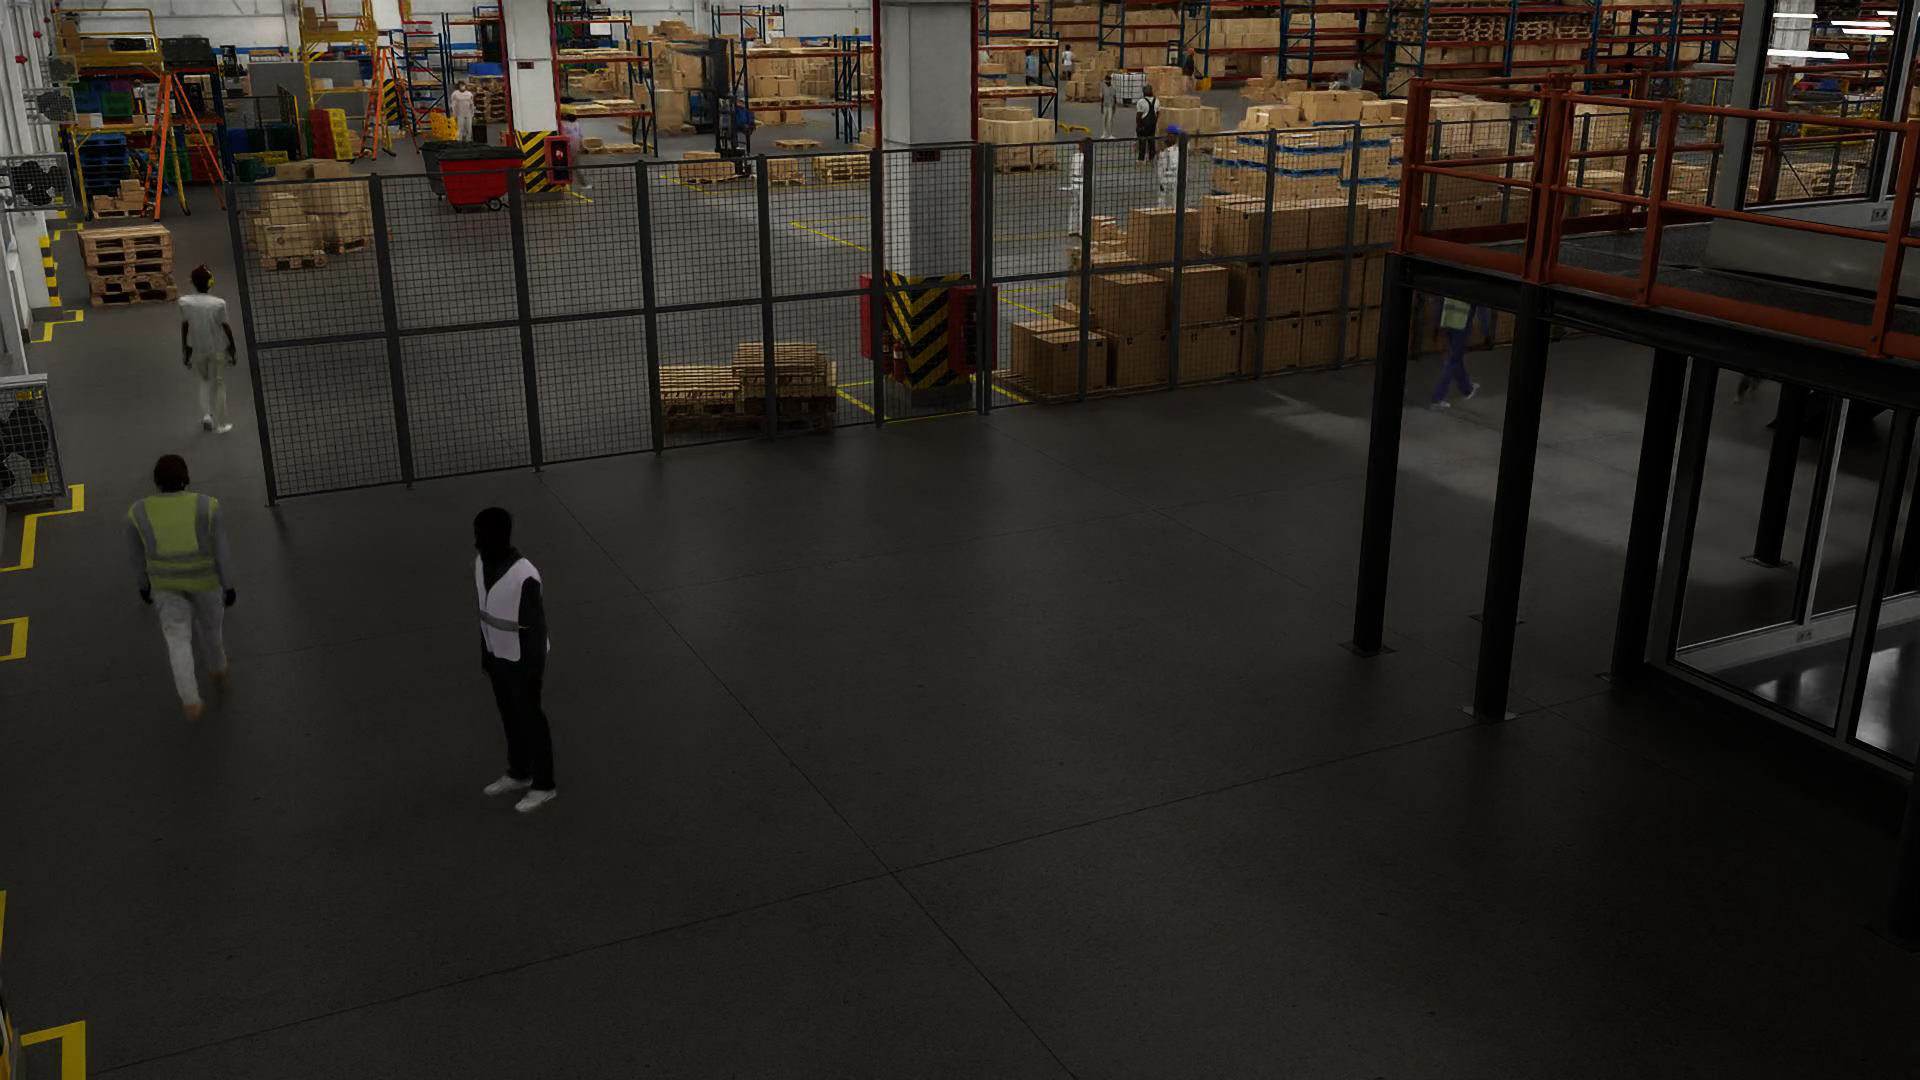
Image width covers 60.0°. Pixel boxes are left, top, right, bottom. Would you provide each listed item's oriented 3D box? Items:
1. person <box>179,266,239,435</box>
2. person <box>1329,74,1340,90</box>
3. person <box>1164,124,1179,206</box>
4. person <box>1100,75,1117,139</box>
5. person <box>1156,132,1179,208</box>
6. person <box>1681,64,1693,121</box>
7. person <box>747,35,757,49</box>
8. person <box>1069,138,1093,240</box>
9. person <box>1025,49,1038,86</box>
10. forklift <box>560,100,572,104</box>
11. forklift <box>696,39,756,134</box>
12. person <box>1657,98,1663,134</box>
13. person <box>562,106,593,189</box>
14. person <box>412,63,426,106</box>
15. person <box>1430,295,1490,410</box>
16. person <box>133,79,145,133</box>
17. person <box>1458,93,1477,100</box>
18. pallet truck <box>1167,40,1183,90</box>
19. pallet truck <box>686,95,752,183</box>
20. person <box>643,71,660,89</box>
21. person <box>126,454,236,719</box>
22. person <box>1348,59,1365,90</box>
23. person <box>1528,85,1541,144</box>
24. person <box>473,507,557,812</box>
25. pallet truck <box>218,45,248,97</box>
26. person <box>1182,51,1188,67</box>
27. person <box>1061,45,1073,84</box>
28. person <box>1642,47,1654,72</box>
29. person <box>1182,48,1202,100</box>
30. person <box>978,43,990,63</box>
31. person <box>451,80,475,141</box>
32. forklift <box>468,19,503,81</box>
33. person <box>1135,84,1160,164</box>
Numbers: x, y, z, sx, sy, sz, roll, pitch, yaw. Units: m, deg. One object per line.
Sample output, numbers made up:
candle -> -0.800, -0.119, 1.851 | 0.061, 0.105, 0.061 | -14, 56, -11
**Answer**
person -> -8.216, -2.069, 18.212 | 0.567, 1.855, 0.388 | -2, 19, -7
person -> 12.114, -14.285, 53.958 | 0.307, 1.638, 0.511 | -8, 20, -21
person -> 4.313, -7.420, 33.616 | 0.451, 1.926, 0.634 | 11, 22, 29
person -> 4.434, -12.943, 49.736 | 0.531, 1.858, 0.324 | 14, 23, 35
person -> 4.088, -7.093, 32.793 | 0.594, 1.847, 0.915 | -8, 21, -22
person -> 24.576, -15.036, 55.799 | 1.015, 1.854, 0.667 | -11, 22, -30
person -> -9.778, -22.833, 78.364 | 0.548, 1.895, 0.996 | 11, 22, 29
person -> 2.289, -6.632, 31.420 | 0.353, 1.877, 0.573 | -15, 24, -37
person -> 2.955, -19.633, 69.396 | 0.621, 1.673, 0.537 | 6, 20, 16
forklift -> -15.608, -17.638, 61.798 | 1.873, 2.768, 1.129 | -9, 21, -25
forklift -> -7.379, -13.994, 51.237 | 1.873, 2.768, 1.129 | -9, 21, -25
person -> 16.981, -9.777, 40.499 | 0.550, 1.884, 0.988 | -7, 20, -20
person -> -8.989, -9.098, 38.557 | 0.980, 1.886, 0.587 | 7, 20, 18
person -> -19.789, -16.628, 60.712 | 0.553, 1.647, 0.865 | -1, 19, -3
person -> 5.874, -2.470, 19.364 | 1.008, 1.862, 0.621 | -13, 23, -34
person -> -25.356, -13.402, 51.413 | 0.520, 1.633, 0.314 | 5, 20, 13
person -> 13.697, -11.490, 45.398 | 0.623, 1.924, 0.904 | -8, 21, -22
pallet truck -> 9.045, -19.971, 69.895 | 0.823, 1.965, 1.885 | -3, 19, -8
pallet truck -> -5.836, -9.608, 39.856 | 0.823, 1.965, 1.885 | 10, 22, 27
person -> -9.788, -13.988, 52.811 | 0.652, 1.827, 0.454 | 4, 19, 10
person -> -5.364, 0.276, 11.521 | 0.644, 1.792, 0.949 | -6, 20, -18
person -> 13.658, -15.673, 57.577 | 0.637, 1.913, 0.844 | -5, 20, -13
person -> 16.679, -12.317, 48.176 | 0.538, 1.694, 0.320 | -10, 22, -28
person -> -2.702, 0.703, 10.089 | 0.597, 1.915, 0.371 | 17, 25, 40
pallet truck -> -28.879, -18.665, 66.111 | 0.823, 1.965, 1.885 | -3, 19, -9
person -> 10.074, -20.993, 73.027 | 0.573, 1.879, 1.001 | 18, 26, 41
person -> 4.664, -20.880, 73.000 | 0.557, 1.672, 0.611 | -9, 21, -25
person -> 28.638, -19.652, 69.320 | 0.326, 1.767, 0.533 | -11, 22, -28
person -> 8.919, -17.822, 63.720 | 0.939, 1.951, 0.641 | 10, 21, 27
person -> 1.036, -19.684, 69.220 | 0.635, 1.901, 0.950 | -18, 26, -42
person -> -13.825, -11.825, 46.369 | 0.629, 1.940, 0.379 | -16, 25, -38
forklift -> -19.624, -20.344, 69.645 | 1.129, 2.768, 1.873 | 13, 23, 33
person -> 4.843, -10.876, 43.466 | 0.689, 2.000, 0.539 | -11, 22, -29
